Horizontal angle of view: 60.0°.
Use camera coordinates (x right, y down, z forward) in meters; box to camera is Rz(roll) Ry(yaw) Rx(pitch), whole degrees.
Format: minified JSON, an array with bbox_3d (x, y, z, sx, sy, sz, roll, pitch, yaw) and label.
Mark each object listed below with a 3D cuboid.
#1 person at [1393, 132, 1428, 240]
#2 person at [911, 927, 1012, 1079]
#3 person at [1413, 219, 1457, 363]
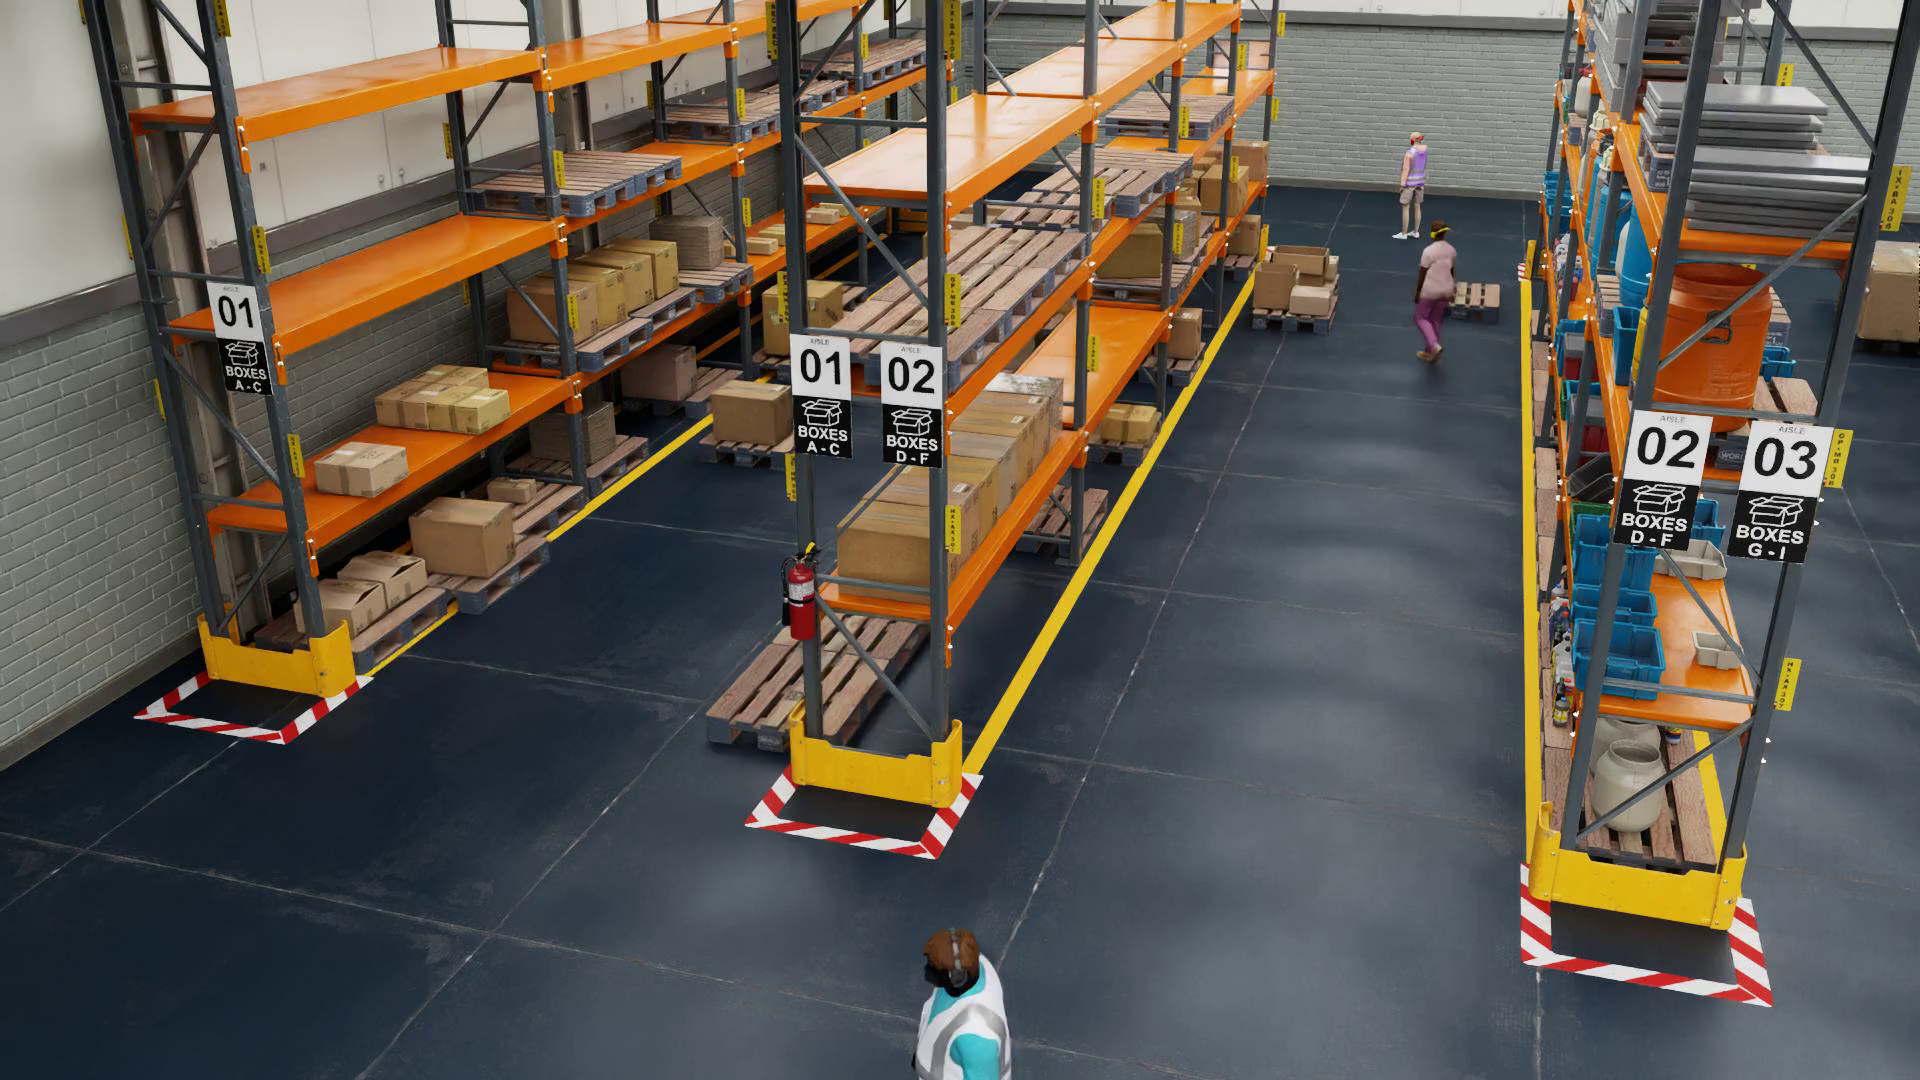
[{"bbox_3d":[7.182,-5.621,26.417,0.492,1.688,0.348,-14,27,-29],"label":"person"},{"bbox_3d":[-0.055,2.486,7.490,0.969,1.791,0.643,0,23,0],"label":"person"},{"bbox_3d":[5.790,-2.986,20.178,0.556,1.780,0.566,-8,25,-19],"label":"person"}]
